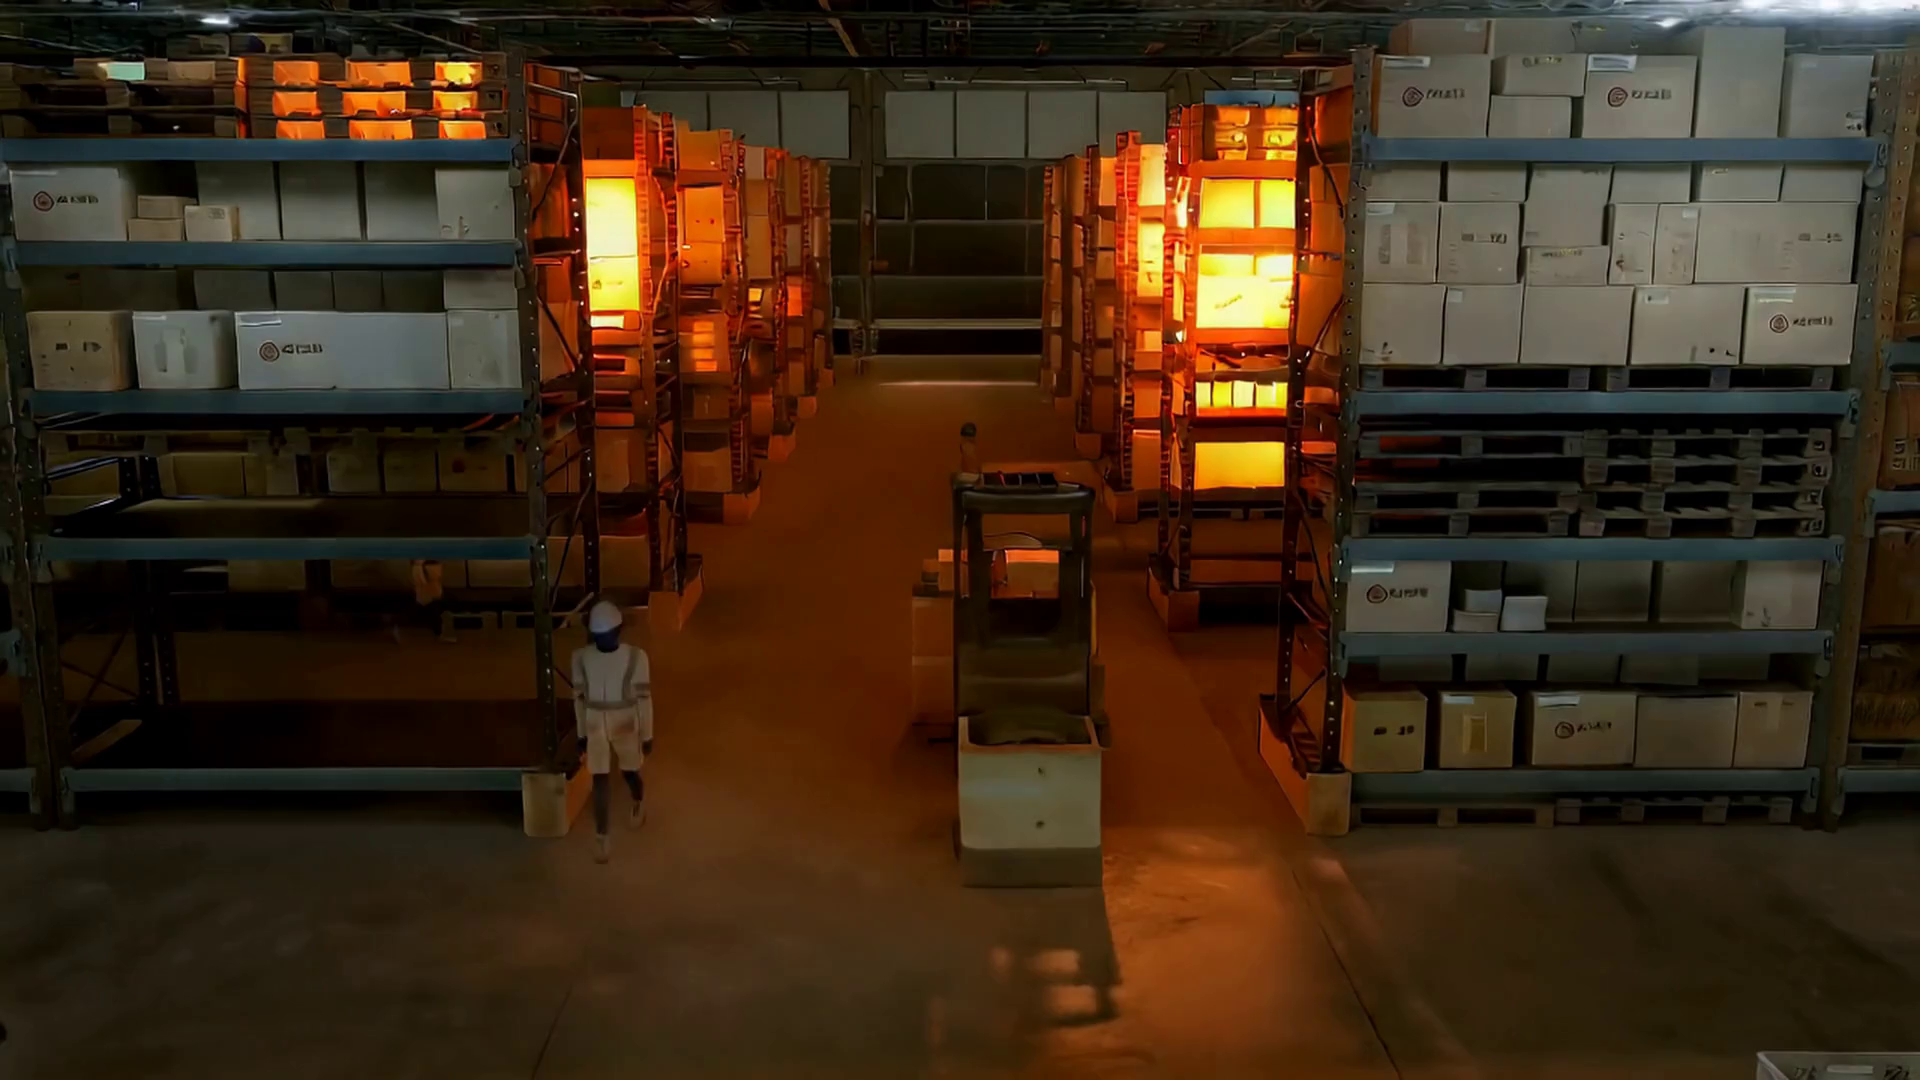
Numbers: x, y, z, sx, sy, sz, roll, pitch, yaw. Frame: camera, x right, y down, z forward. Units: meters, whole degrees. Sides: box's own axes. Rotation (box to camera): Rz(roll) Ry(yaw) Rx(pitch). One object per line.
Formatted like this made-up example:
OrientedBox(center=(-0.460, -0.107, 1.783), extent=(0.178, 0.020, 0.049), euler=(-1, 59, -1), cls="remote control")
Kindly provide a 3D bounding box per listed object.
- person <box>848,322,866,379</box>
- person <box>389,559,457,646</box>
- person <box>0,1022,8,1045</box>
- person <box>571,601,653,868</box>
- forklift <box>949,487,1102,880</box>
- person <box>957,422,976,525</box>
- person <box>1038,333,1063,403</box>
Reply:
OrientedBox(center=(-2.971, -5.424, 47.614), extent=(0.557, 1.651, 0.560), euler=(-7, 14, -32), cls="person")
OrientedBox(center=(-6.069, 0.407, 18.685), extent=(0.626, 1.682, 0.540), euler=(0, 11, -2), cls="person")
OrientedBox(center=(-5.169, 2.390, 8.305), extent=(0.548, 1.907, 0.910), euler=(7, 13, 30), cls="person")
OrientedBox(center=(-2.662, 1.419, 12.854), extent=(0.618, 2.011, 0.985), euler=(0, 11, 2), cls="person")
OrientedBox(center=(0.495, 0.986, 12.813), extent=(1.129, 2.768, 1.873), euler=(0, 11, -2), cls="forklift")
OrientedBox(center=(0.113, -1.046, 26.011), extent=(0.279, 1.624, 0.494), euler=(-4, 12, -20), cls="person")
OrientedBox(center=(2.512, -4.302, 41.757), extent=(0.981, 1.793, 0.558), euler=(-2, 12, -11), cls="person")
